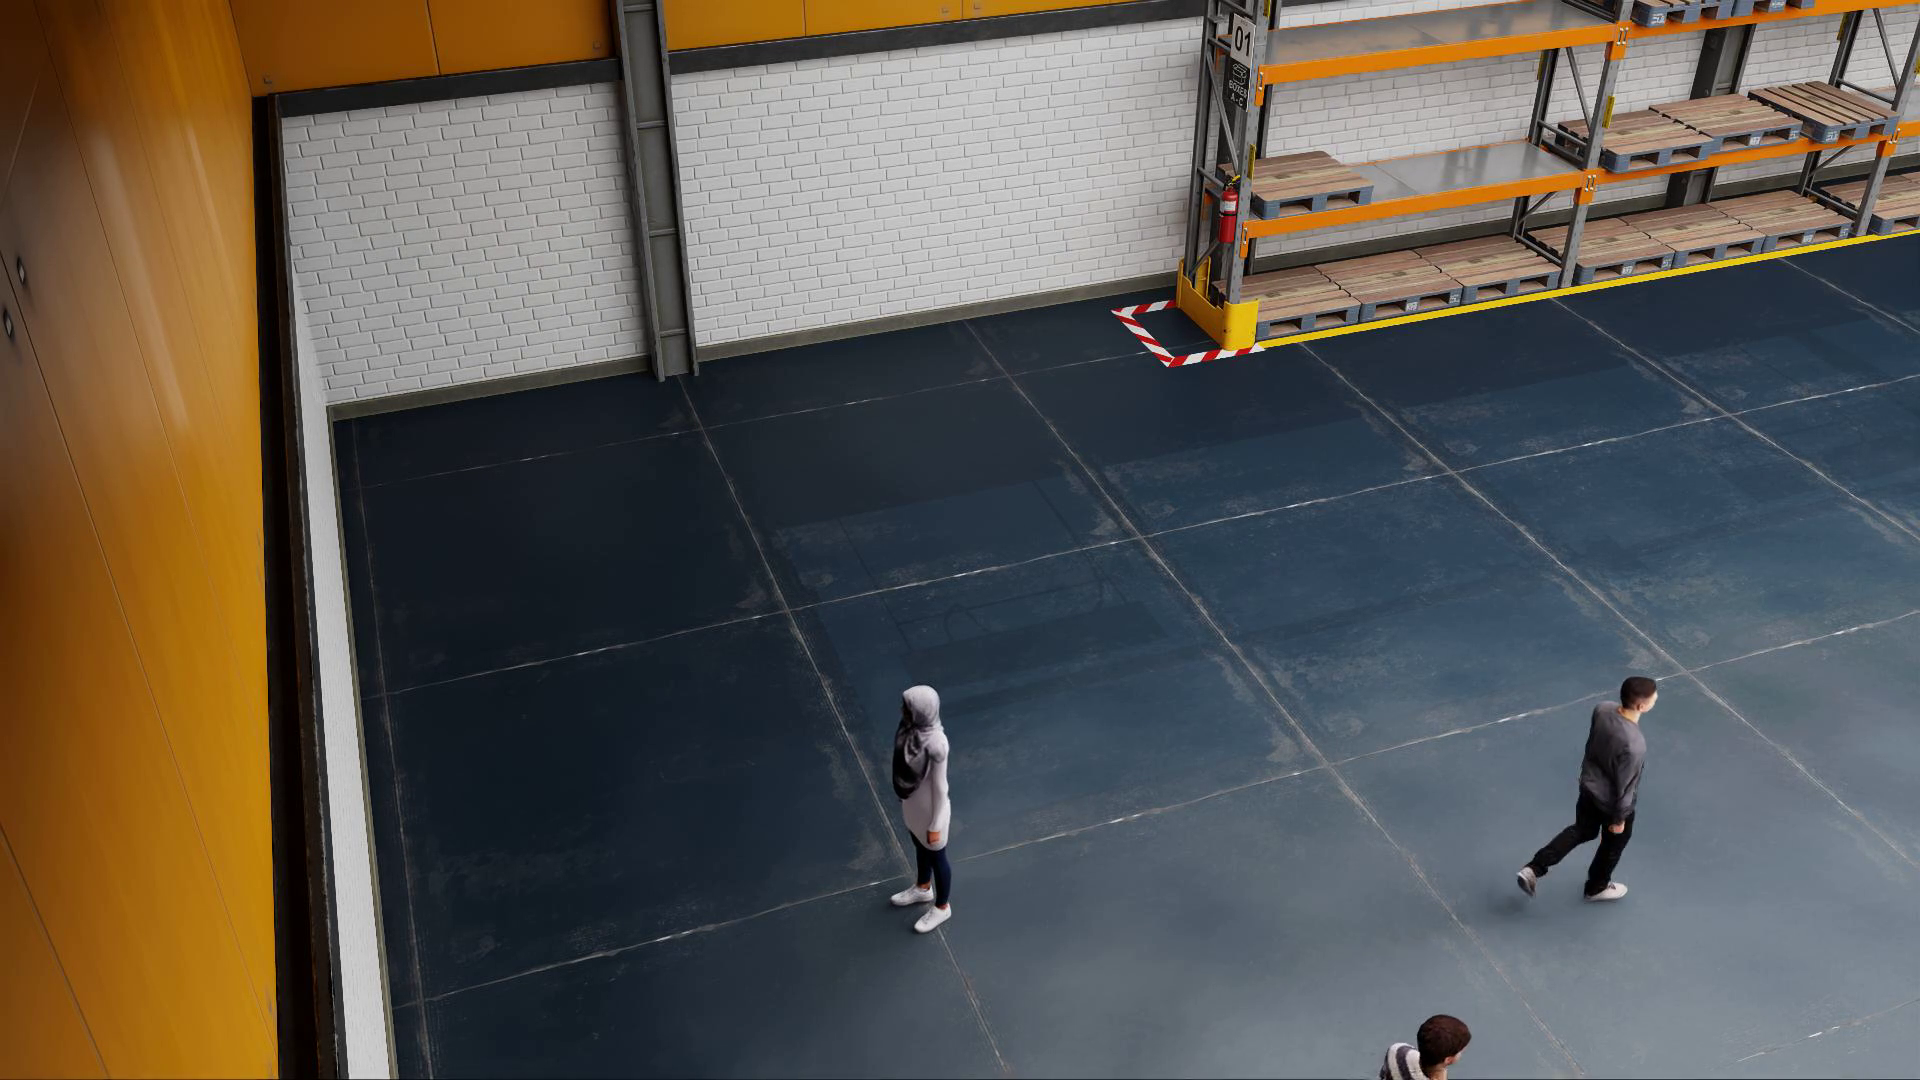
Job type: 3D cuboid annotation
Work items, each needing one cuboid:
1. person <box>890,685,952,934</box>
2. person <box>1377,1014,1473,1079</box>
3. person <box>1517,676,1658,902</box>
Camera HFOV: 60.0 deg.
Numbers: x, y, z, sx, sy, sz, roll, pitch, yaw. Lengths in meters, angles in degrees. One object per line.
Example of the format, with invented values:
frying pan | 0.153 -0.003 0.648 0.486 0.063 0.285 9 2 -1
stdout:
person | -0.199 1.546 9.722 0.574 1.776 0.635 -16 37 -23
person | 1.942 2.893 7.663 1.102 1.812 0.789 -5 34 -7
person | 3.740 1.511 9.804 0.988 1.743 0.667 -8 34 -12
